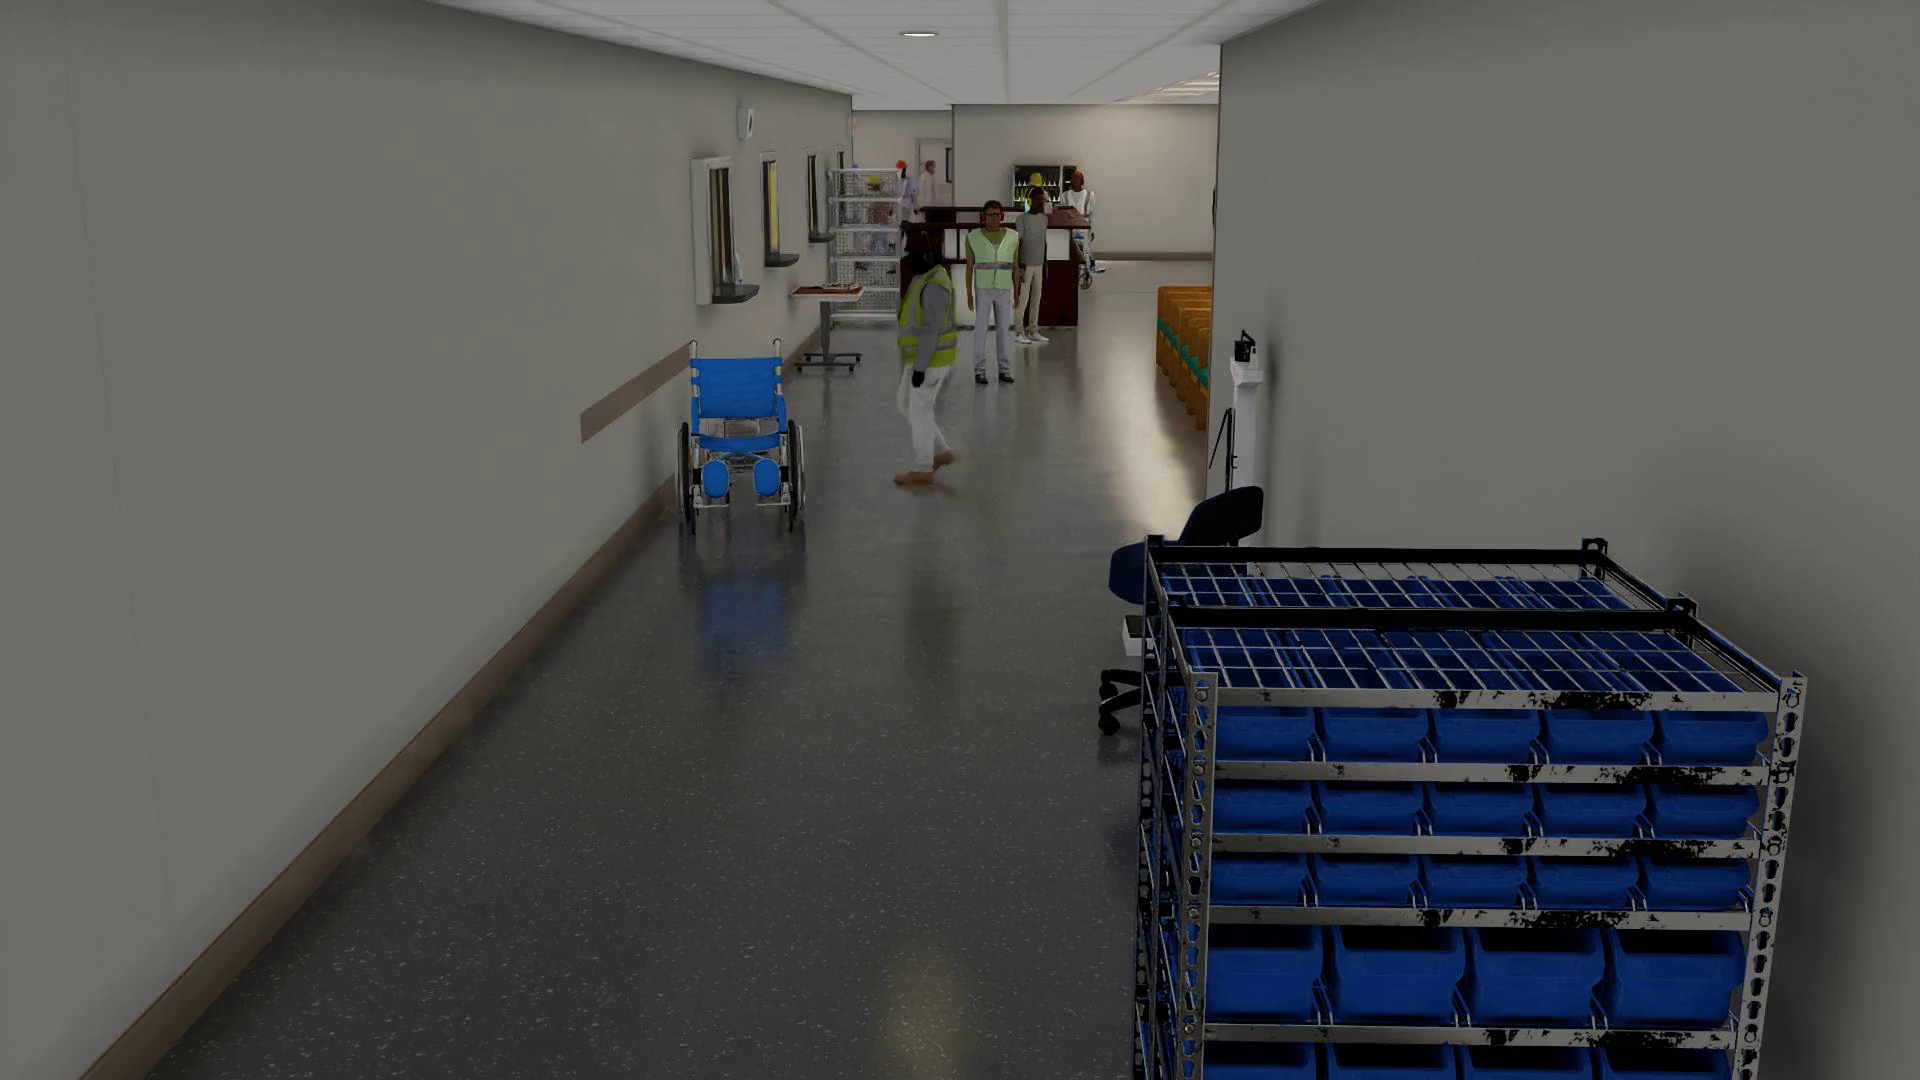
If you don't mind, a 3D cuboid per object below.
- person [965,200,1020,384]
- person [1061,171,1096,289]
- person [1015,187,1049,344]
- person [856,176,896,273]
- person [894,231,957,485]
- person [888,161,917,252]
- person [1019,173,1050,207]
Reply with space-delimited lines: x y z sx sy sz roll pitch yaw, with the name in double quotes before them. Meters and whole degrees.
"person" 0.320 -2.507 16.828 0.561 1.838 0.388 -4 14 -16
"person" 1.901 -5.000 26.870 0.582 1.878 0.353 4 14 17
"person" 0.866 -3.287 19.949 0.508 1.863 0.327 -12 18 -40
"person" -1.509 -5.643 29.801 0.950 1.712 0.527 4 14 14
"person" -0.249 -1.295 11.931 0.443 1.822 0.648 -2 14 -7
"person" -1.257 -7.014 35.000 0.573 1.883 0.986 10 17 35
"person" 1.279 -5.447 28.834 0.465 1.811 0.760 -11 17 -37
